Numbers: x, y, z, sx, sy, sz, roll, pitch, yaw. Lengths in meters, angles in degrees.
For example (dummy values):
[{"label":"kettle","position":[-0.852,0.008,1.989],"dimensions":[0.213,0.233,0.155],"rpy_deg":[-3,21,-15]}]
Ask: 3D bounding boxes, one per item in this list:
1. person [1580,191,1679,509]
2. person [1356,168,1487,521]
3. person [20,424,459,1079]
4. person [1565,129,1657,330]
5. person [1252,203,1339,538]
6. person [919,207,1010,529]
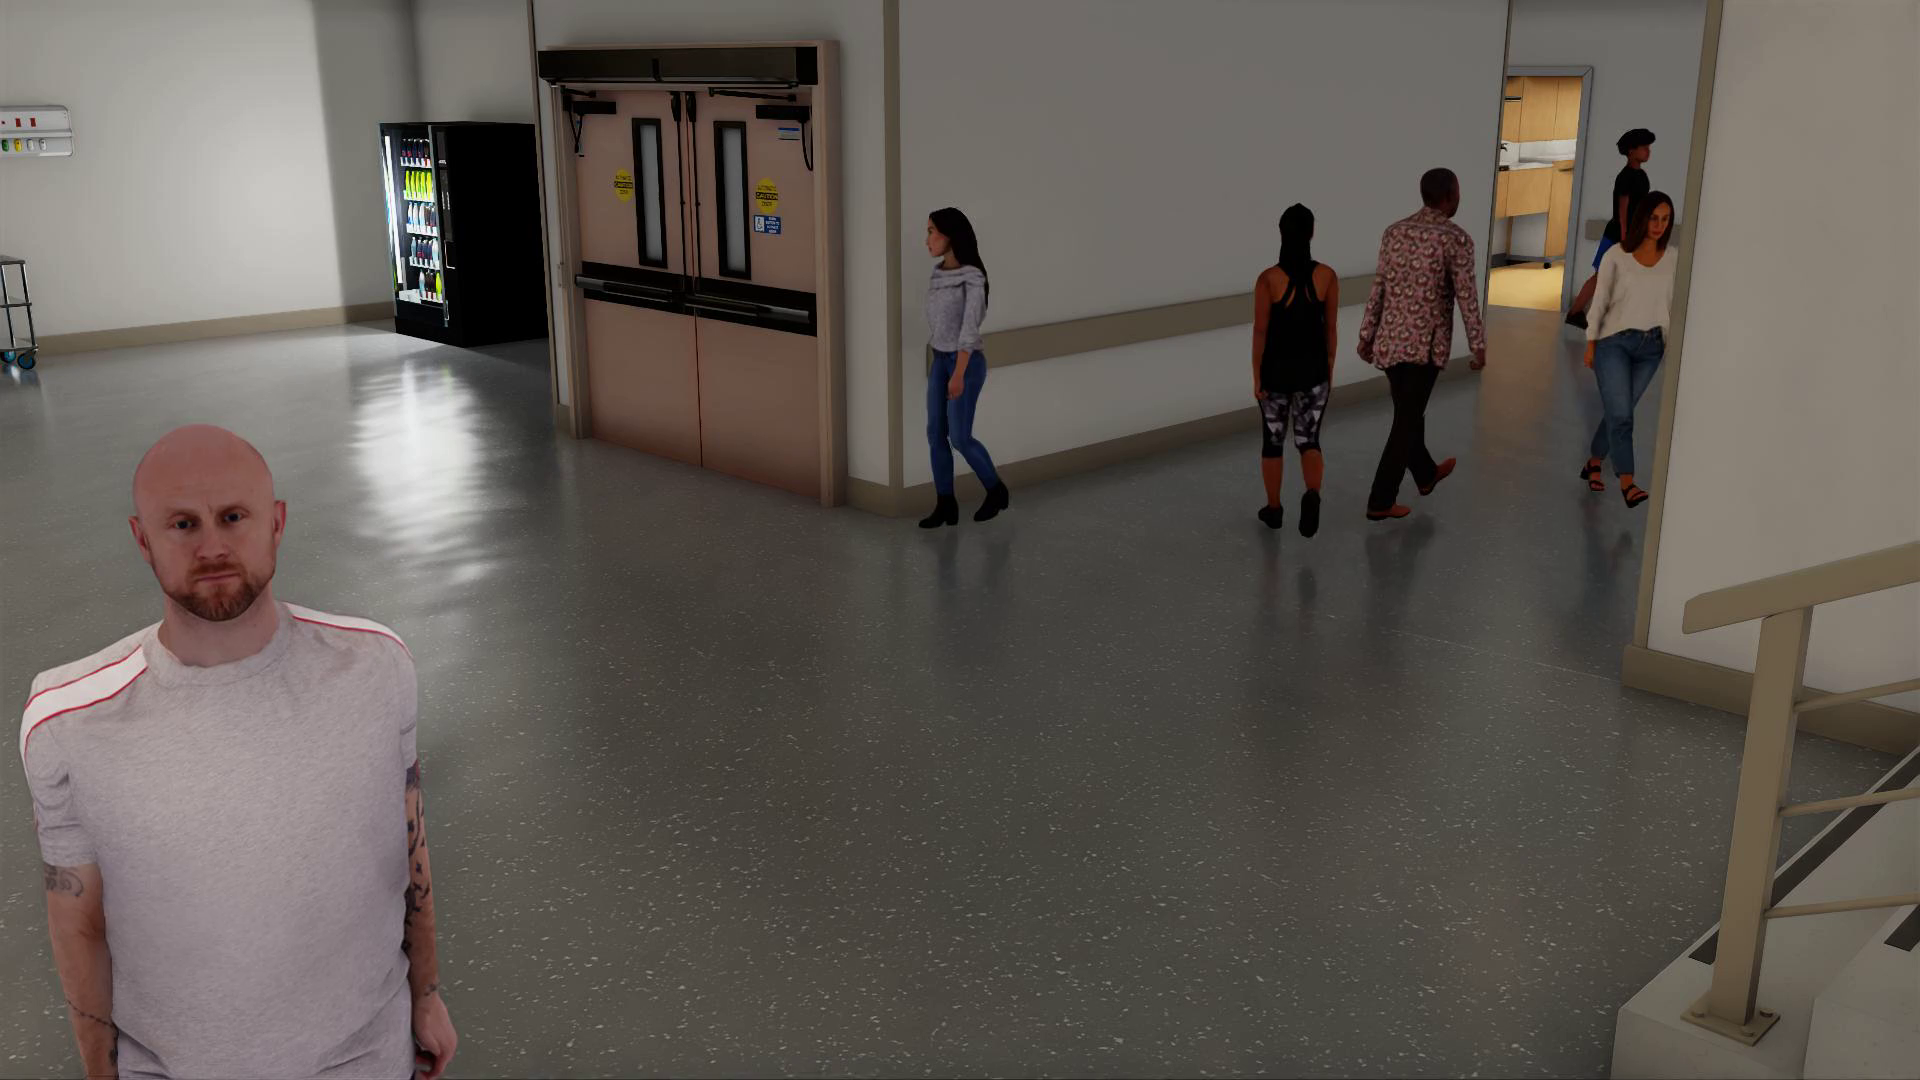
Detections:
[{"label":"person","position":[3.551,-1.009,8.894],"dimensions":[1.076,1.637,1.149],"rpy_deg":[0,16,0]},{"label":"person","position":[2.264,-0.959,8.492],"dimensions":[0.908,1.760,1.125],"rpy_deg":[-12,20,-36]},{"label":"person","position":[-0.979,0.728,2.376],"dimensions":[0.709,1.831,0.657],"rpy_deg":[-10,18,-31]},{"label":"person","position":[5.714,-2.658,14.541],"dimensions":[1.182,1.747,0.669],"rpy_deg":[14,21,41]},{"label":"person","position":[1.644,-0.797,8.138],"dimensions":[0.974,1.640,1.028],"rpy_deg":[0,16,0]},{"label":"person","position":[0.044,-0.842,8.364],"dimensions":[0.771,1.605,0.729],"rpy_deg":[-10,19,-31]}]
